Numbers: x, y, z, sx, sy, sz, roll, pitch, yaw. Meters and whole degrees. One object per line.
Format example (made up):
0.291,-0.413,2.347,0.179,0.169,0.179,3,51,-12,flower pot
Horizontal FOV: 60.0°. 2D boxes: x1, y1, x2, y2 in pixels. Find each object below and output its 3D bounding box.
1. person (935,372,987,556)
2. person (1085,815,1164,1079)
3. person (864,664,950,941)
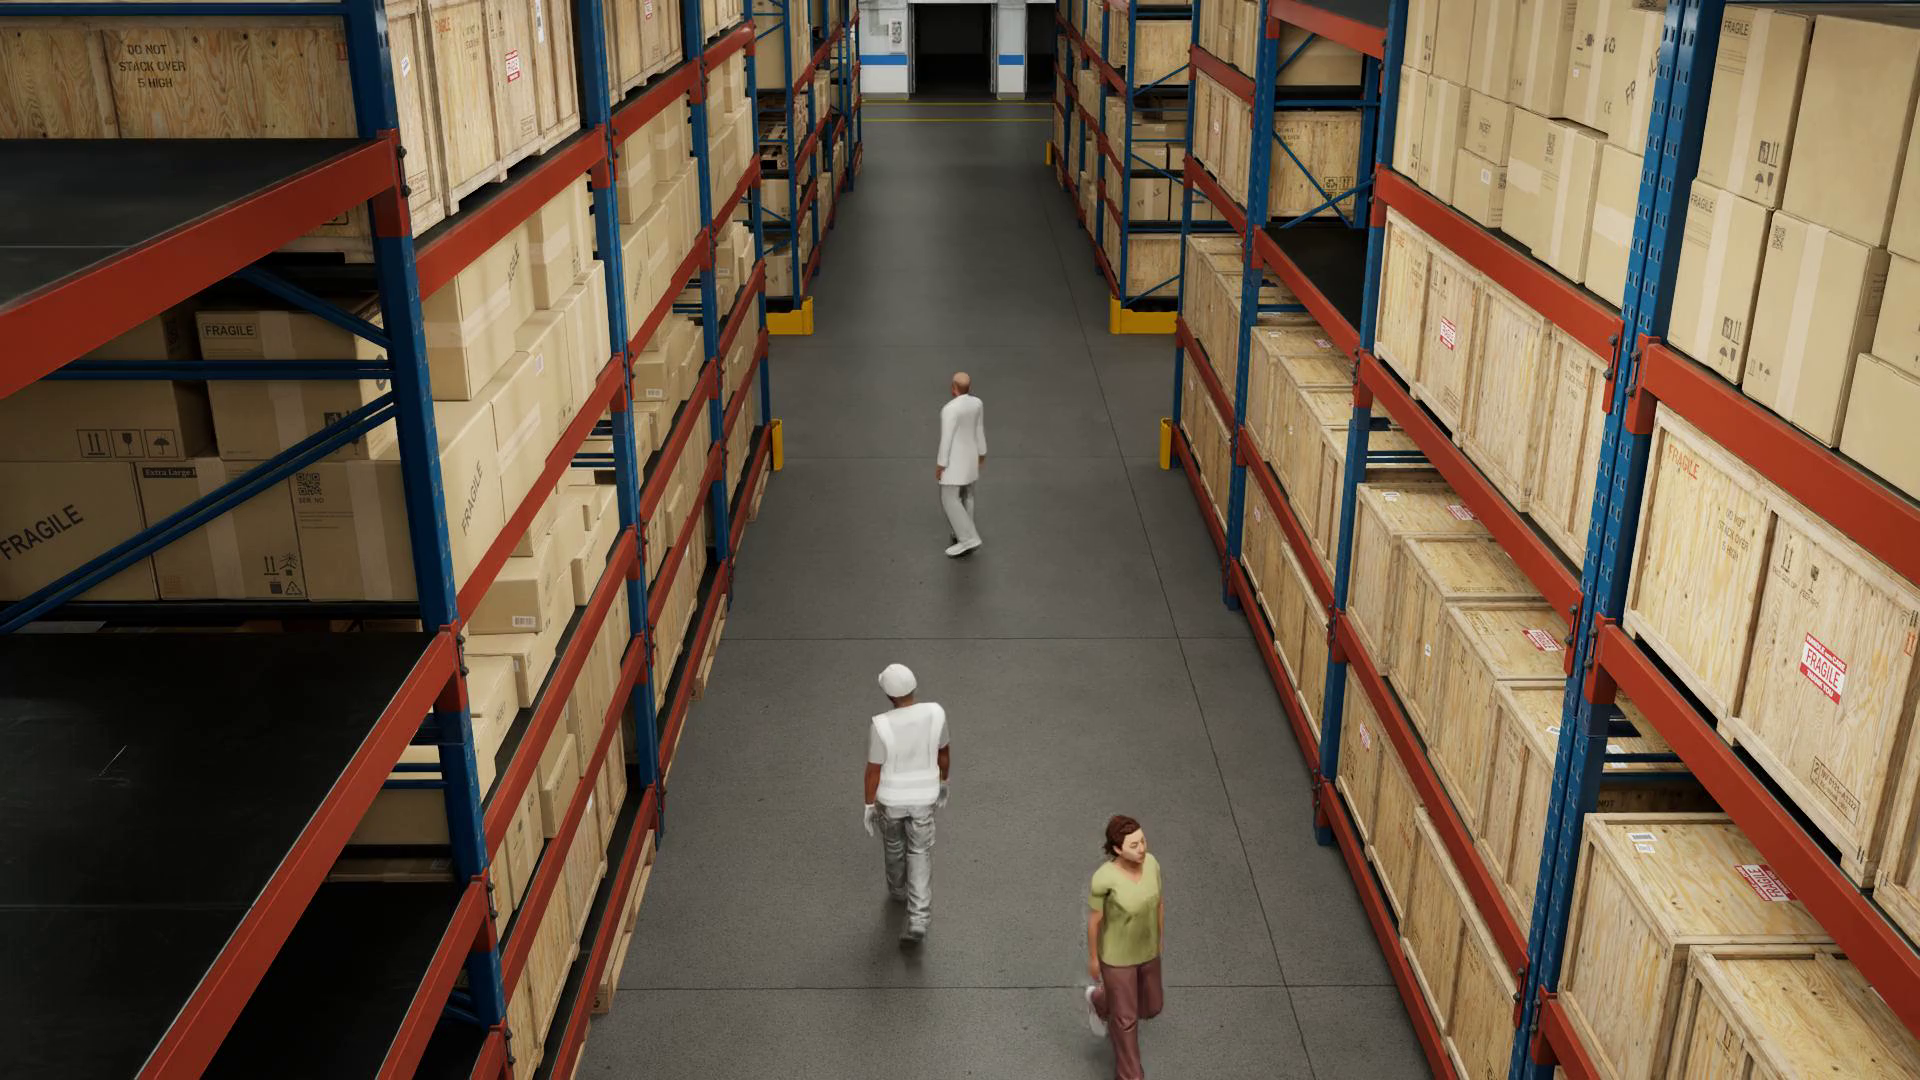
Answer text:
0.065,-0.769,16.448,0.597,1.762,0.696,17,27,36,person
0.896,2.219,9.007,0.454,1.660,0.748,-13,25,-29,person
-0.328,1.618,10.423,0.583,1.751,0.955,-4,22,-9,person
